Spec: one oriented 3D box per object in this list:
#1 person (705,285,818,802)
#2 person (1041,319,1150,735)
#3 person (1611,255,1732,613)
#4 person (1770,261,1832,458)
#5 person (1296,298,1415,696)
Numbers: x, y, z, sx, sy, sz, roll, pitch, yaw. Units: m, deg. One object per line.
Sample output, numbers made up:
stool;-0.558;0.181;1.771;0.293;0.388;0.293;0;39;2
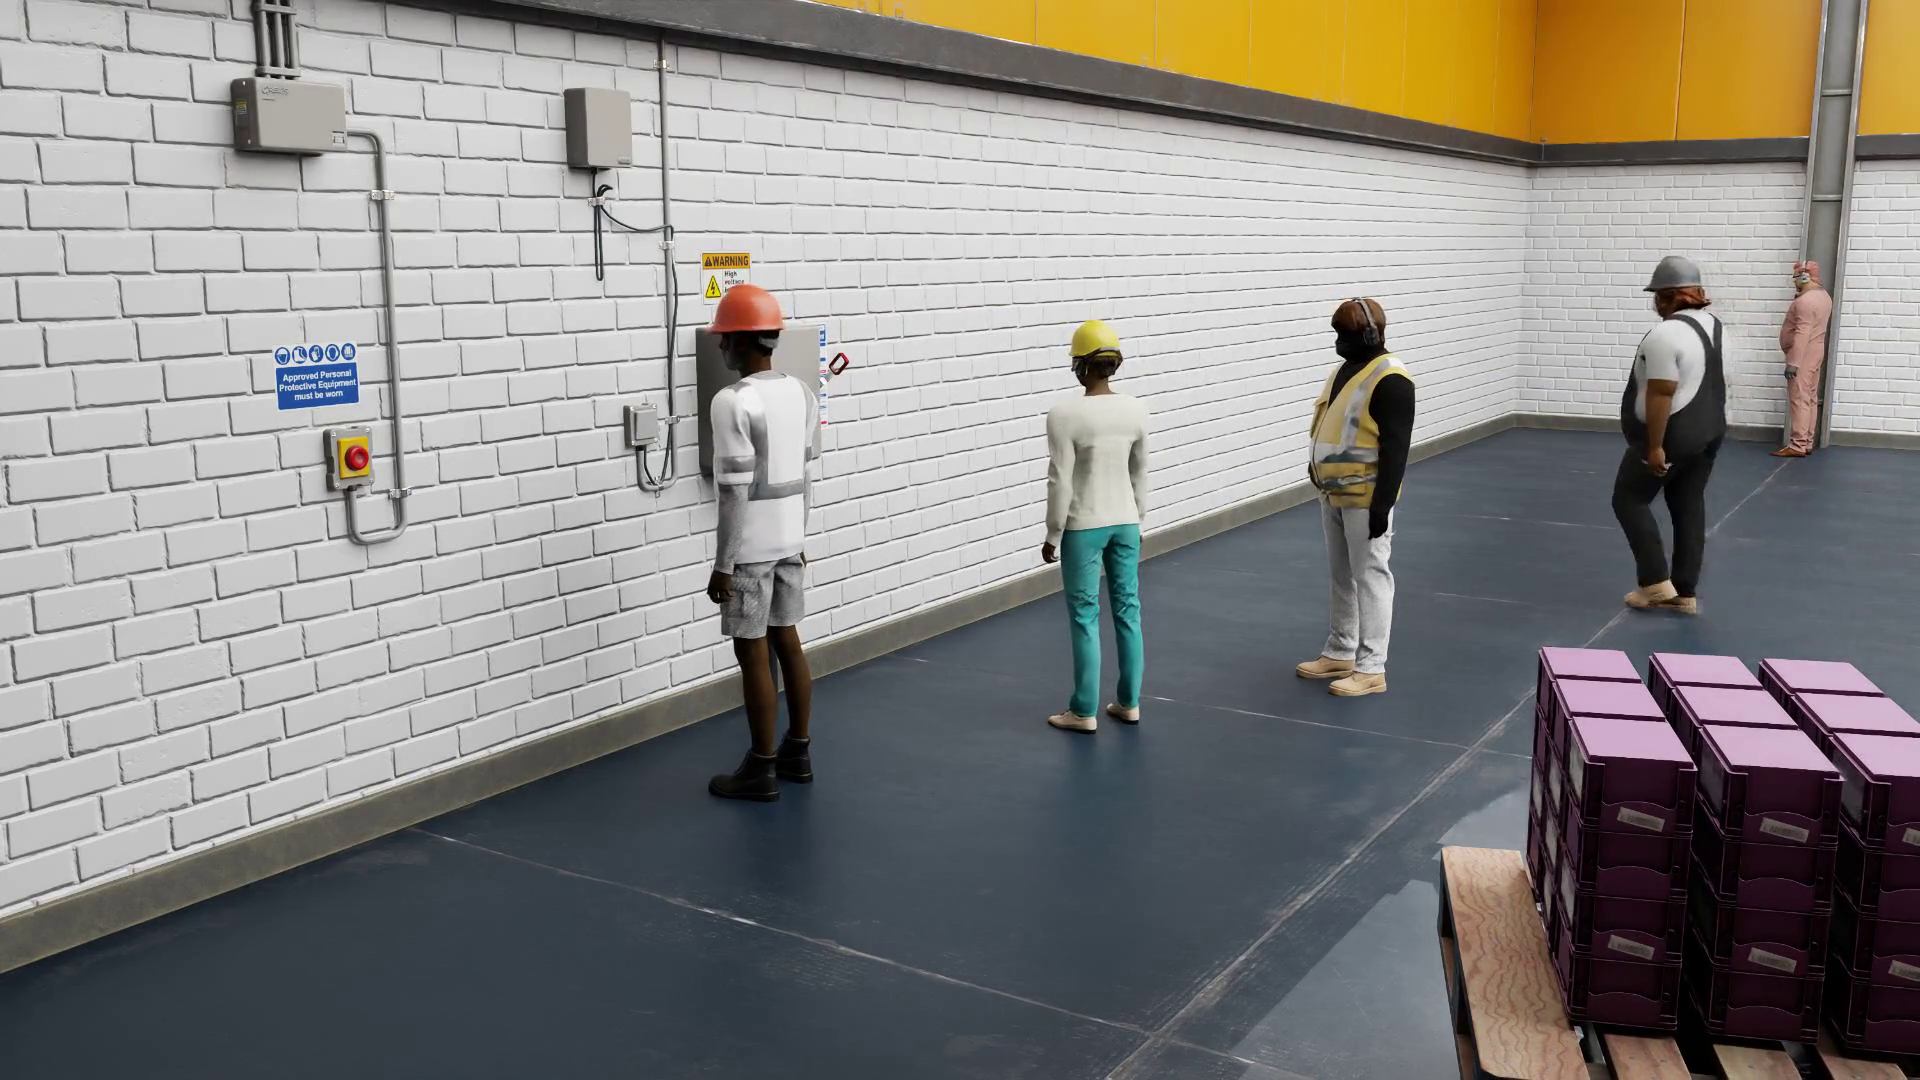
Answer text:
person;-0.773;0.016;6.270;0.366;1.934;0.553;6;12;29
person;0.573;-0.053;7.121;0.526;1.768;0.331;-6;12;-30
person;4.007;-0.599;9.385;0.696;2.000;0.539;-7;12;-33
person;8.169;-1.751;16.159;0.408;1.903;0.638;9;14;41
person;1.836;-0.200;7.744;0.429;1.839;0.621;-2;10;-13
